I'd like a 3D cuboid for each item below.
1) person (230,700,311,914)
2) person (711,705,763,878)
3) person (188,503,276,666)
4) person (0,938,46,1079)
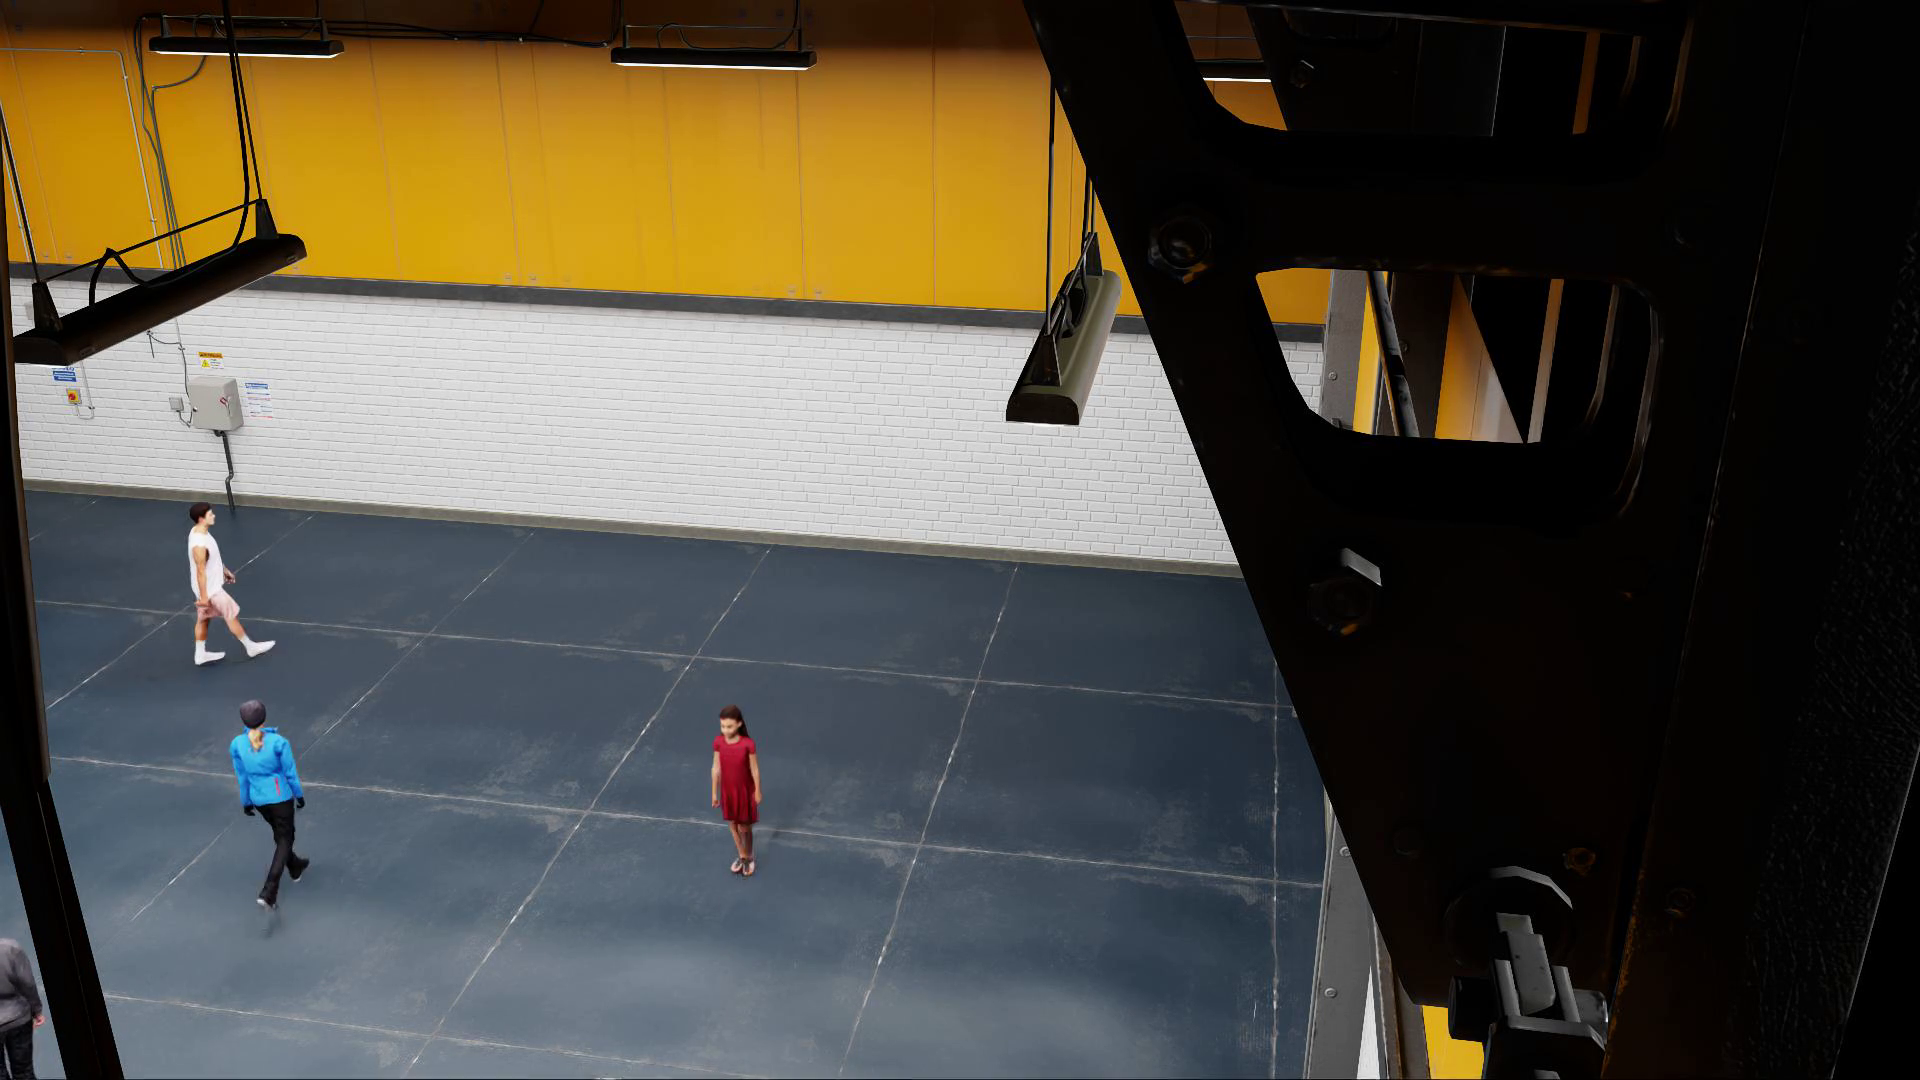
[{"bbox_3d":[-5.468,2.119,13.165,0.661,1.770,1.136,2,24,5],"label":"person"},{"bbox_3d":[-1.805,2.013,13.695,0.555,1.539,0.623,5,24,11],"label":"person"},{"bbox_3d":[-7.748,0.479,16.939,1.055,1.751,1.050,-12,26,-26],"label":"person"},{"bbox_3d":[-6.206,3.176,10.775,0.756,1.748,0.816,-15,28,-31],"label":"person"}]
